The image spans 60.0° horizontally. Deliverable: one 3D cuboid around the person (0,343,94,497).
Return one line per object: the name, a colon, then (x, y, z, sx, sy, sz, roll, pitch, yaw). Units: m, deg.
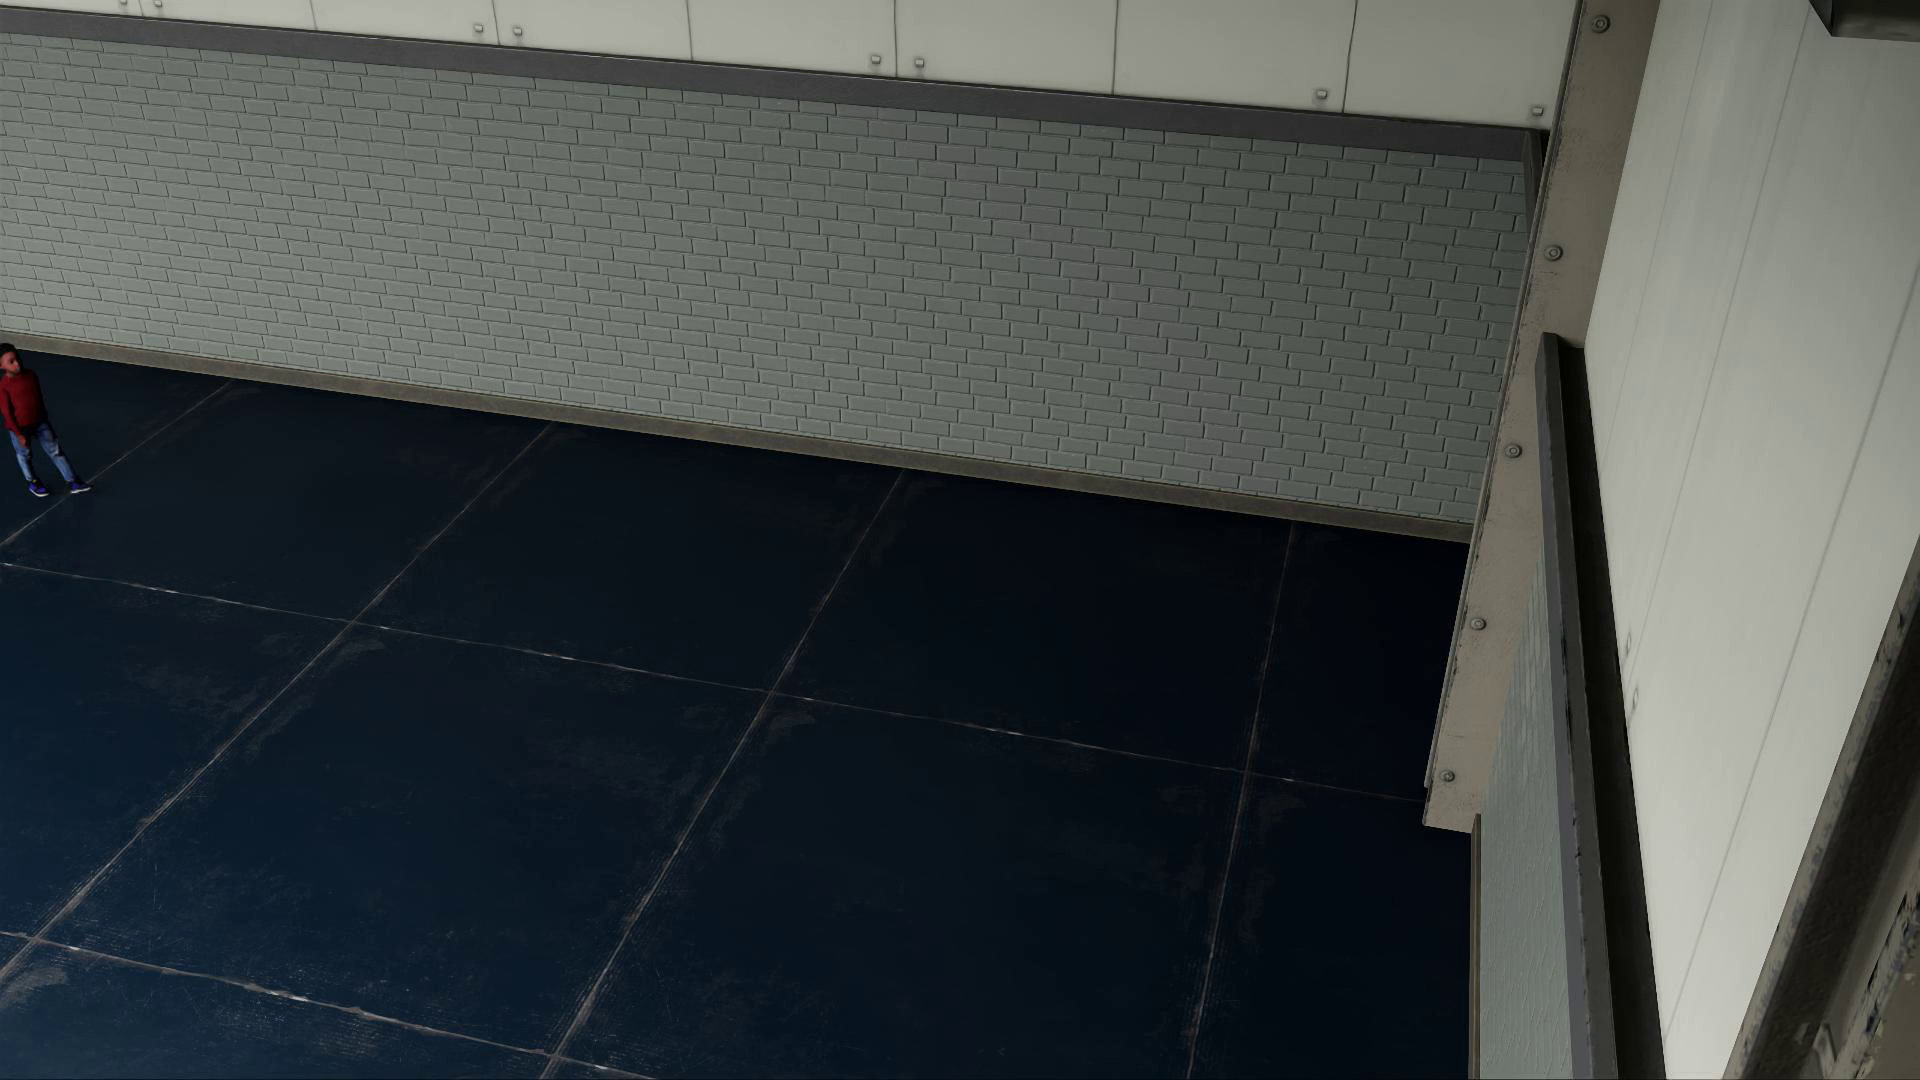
person: (-6.942, -0.879, 12.299, 0.694, 1.237, 0.780, 18, 36, 26)
